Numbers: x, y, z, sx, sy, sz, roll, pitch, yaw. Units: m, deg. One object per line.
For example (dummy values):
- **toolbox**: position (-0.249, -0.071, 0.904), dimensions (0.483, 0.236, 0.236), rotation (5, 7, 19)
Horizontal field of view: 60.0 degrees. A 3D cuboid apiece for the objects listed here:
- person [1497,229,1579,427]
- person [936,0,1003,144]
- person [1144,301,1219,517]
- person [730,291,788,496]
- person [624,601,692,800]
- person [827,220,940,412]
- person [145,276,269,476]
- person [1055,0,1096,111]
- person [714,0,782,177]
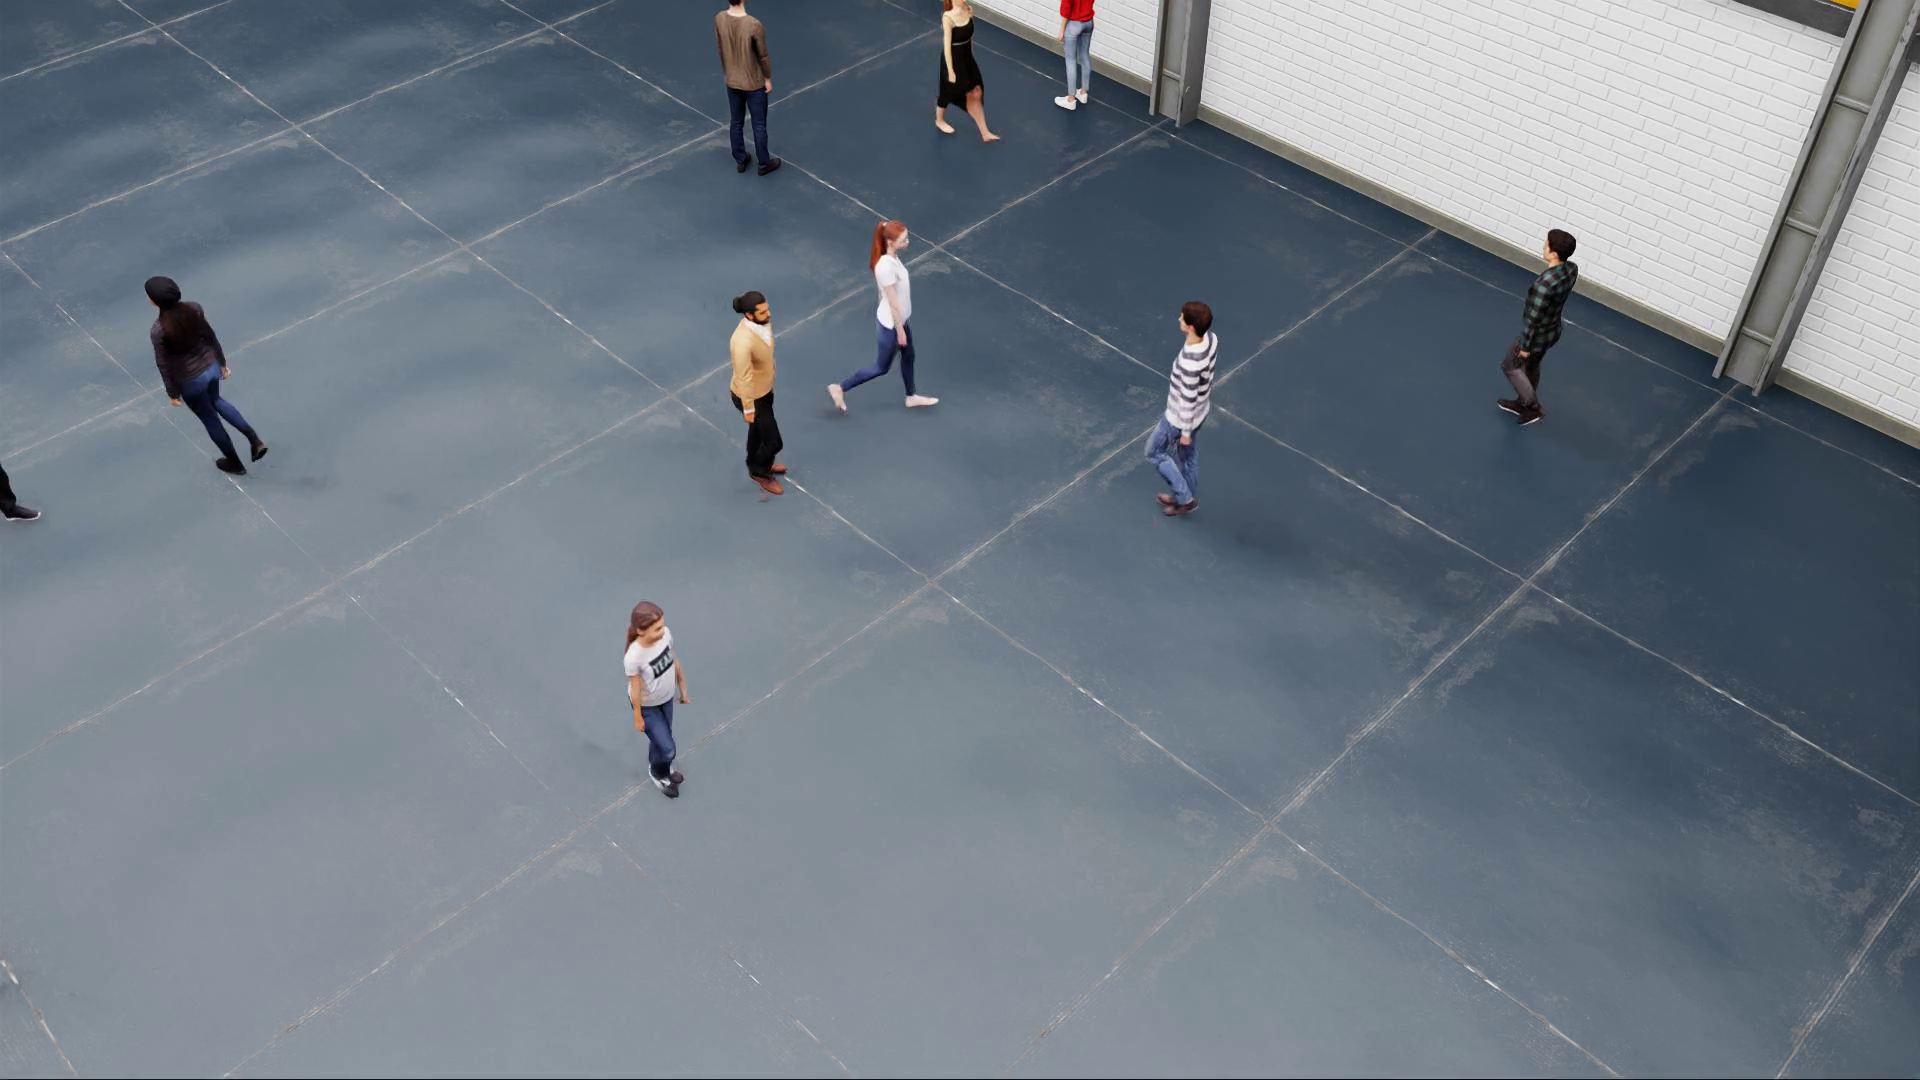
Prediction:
- **person**: position (4.443, -1.566, 12.546), dimensions (0.671, 1.698, 0.685), rotation (-34, 53, -30)
- **person**: position (-0.087, -4.552, 15.773), dimensions (0.601, 1.588, 1.015), rotation (-34, 53, -30)
- **person**: position (1.681, -0.880, 11.737), dimensions (0.764, 1.838, 0.737), rotation (20, 47, 20)
- **person**: position (-1.538, -1.070, 12.008), dimensions (0.835, 1.740, 0.807), rotation (6, 44, 7)
- **person**: position (-1.903, 0.924, 10.052), dimensions (0.643, 1.551, 0.608), rotation (24, 49, 23)
- **person**: position (-0.624, -1.638, 12.627), dimensions (1.084, 1.708, 1.042), rotation (-1, 44, -1)
- **person**: position (-5.463, -1.158, 12.102), dimensions (0.874, 1.737, 0.790), rotation (15, 46, 15)
- **person**: position (1.147, -5.018, 16.177), dimensions (0.615, 1.705, 0.500), rotation (-33, 53, -30)
- **person**: position (-1.964, -4.225, 15.212), dimensions (0.653, 1.888, 0.792), rotation (15, 46, 15)
